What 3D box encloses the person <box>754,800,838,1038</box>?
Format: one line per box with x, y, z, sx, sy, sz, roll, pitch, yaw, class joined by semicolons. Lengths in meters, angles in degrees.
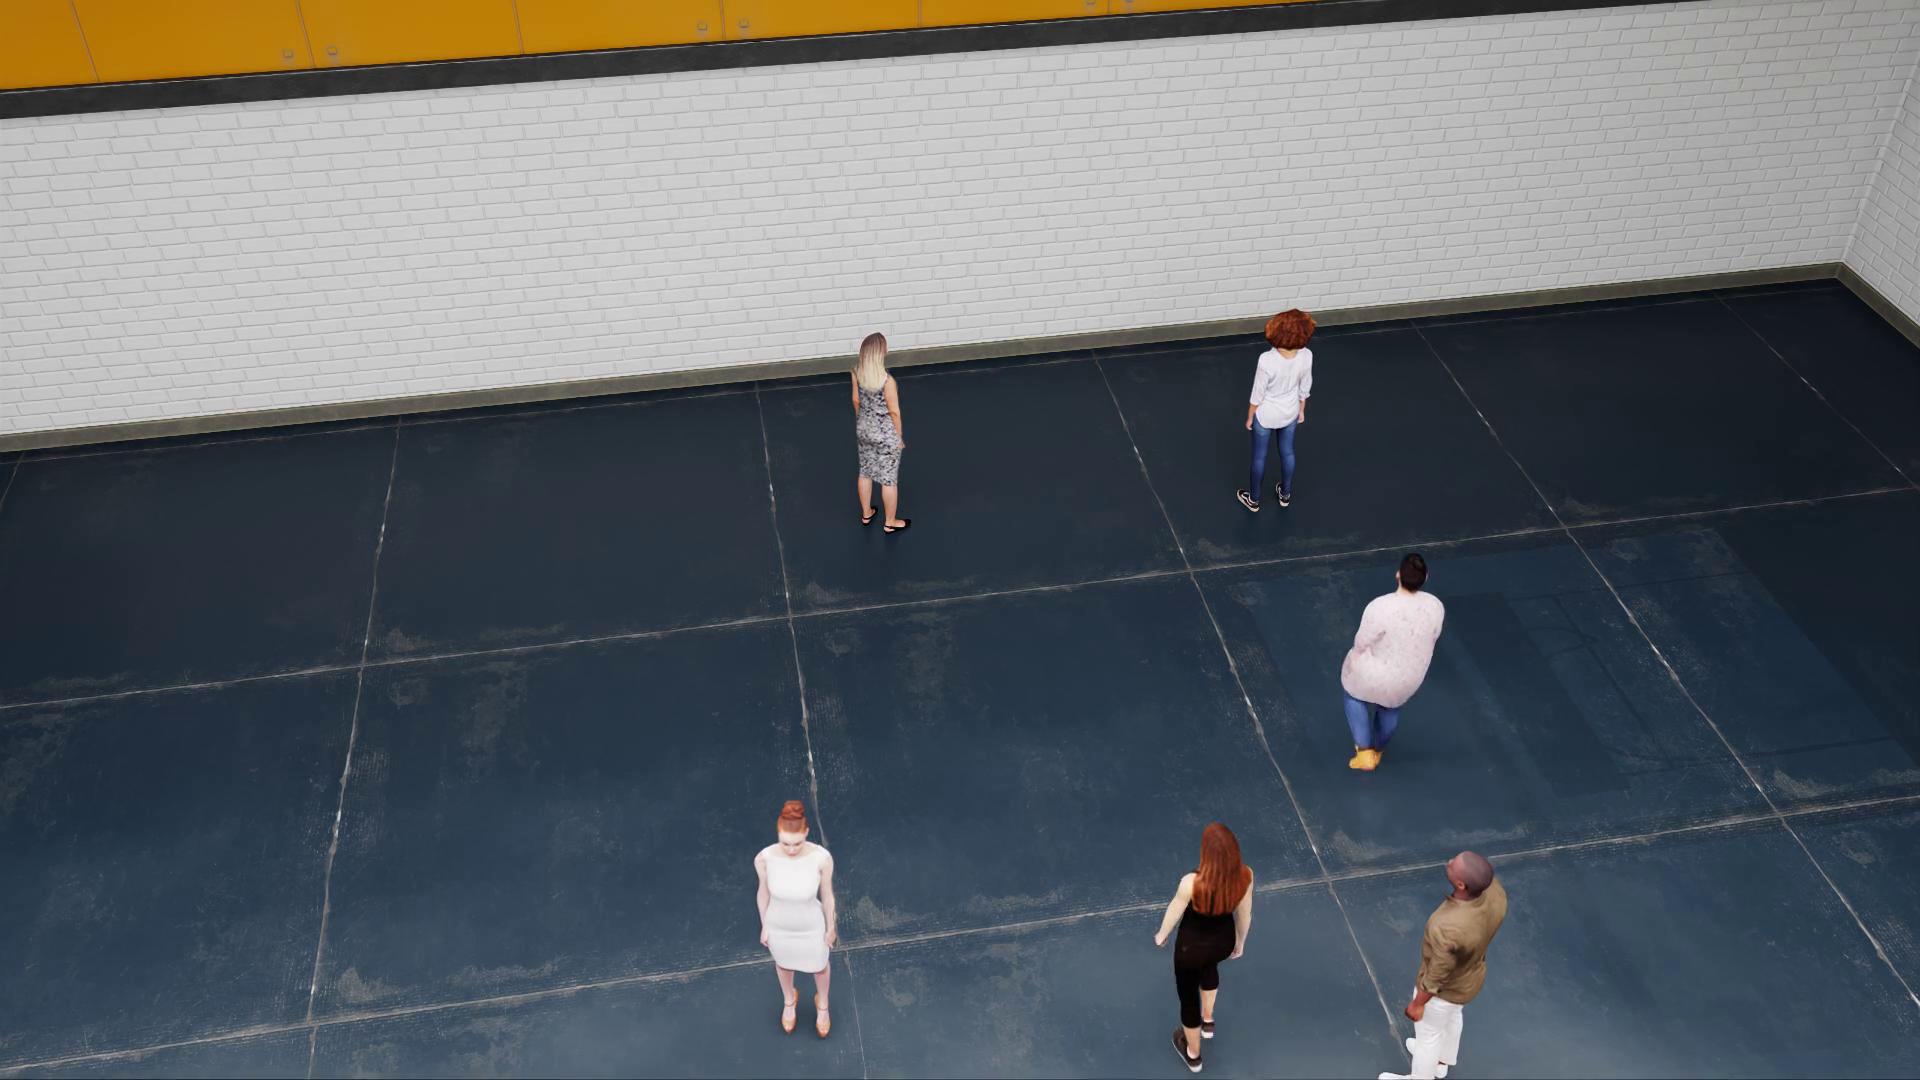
-0.851;2.014;8.777;0.595;1.794;0.552;1;39;2;person

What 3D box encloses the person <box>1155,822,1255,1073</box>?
1.306;2.173;8.646;0.632;1.709;0.681;-13;40;-16;person

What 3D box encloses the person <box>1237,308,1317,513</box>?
2.403;-0.982;12.596;0.647;1.711;0.596;-8;39;-10;person

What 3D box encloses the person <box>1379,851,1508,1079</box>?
2.491;2.231;8.481;0.806;1.825;0.809;-31;48;-33;person

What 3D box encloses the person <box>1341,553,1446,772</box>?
2.677;0.816;10.323;0.723;1.738;0.749;-3;39;-4;person

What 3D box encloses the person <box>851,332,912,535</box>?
-0.620;-0.787;12.355;0.628;1.706;0.691;24;45;27;person
